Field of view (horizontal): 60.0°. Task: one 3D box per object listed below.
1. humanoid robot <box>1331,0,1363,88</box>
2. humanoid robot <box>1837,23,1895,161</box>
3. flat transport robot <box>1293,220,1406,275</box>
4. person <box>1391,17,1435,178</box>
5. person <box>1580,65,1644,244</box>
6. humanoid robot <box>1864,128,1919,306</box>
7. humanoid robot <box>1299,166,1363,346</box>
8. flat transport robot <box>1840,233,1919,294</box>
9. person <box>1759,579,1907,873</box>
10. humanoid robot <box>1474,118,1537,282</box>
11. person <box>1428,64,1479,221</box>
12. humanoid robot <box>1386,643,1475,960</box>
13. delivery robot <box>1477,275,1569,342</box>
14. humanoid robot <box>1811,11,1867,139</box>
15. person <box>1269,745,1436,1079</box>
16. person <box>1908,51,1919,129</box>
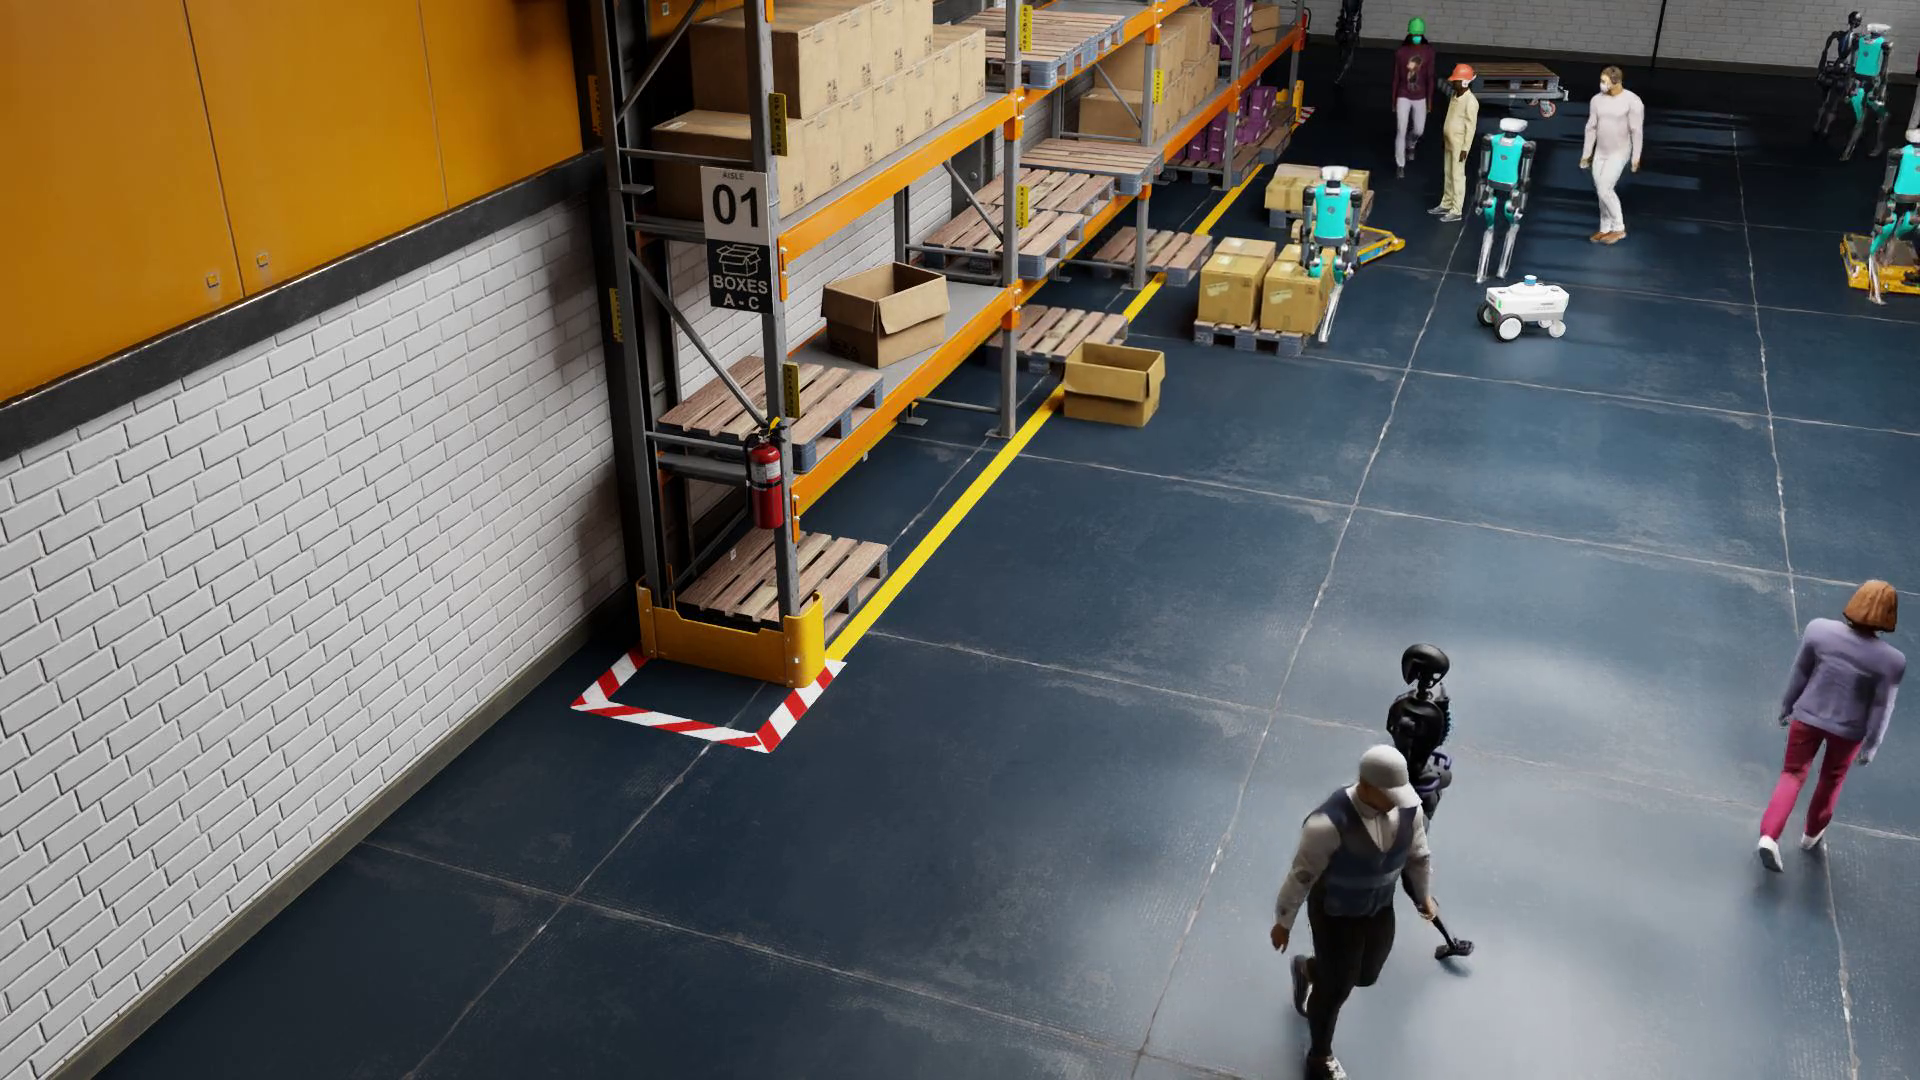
[{"bbox_3d":[5.829,-7.710,25.178,0.470,1.646,0.604,-9,28,-16],"label":"humanoid robot"},{"bbox_3d":[11.783,-5.741,21.315,0.997,1.763,0.533,-12,30,-22],"label":"humanoid robot"},{"bbox_3d":[4.133,-3.123,17.808,0.659,0.231,1.431,22,35,36],"label":"flat transport robot"},{"bbox_3d":[5.603,-5.522,20.658,0.518,1.924,0.695,5,28,9],"label":"person"},{"bbox_3d":[7.055,-4.161,18.056,0.446,1.894,0.737,-12,30,-23],"label":"person"},{"bbox_3d":[9.235,-3.248,16.464,0.570,1.774,0.893,4,27,7],"label":"humanoid robot"},{"bbox_3d":[3.355,-2.535,15.177,0.541,1.890,0.754,7,28,13],"label":"humanoid robot"},{"bbox_3d":[9.605,-2.889,17.354,0.659,0.231,1.431,10,29,19],"label":"flat transport robot"},{"bbox_3d":[4.375,0.968,8.416,0.514,1.594,0.693,22,35,36],"label":"person"},{"bbox_3d":[5.533,-3.442,16.818,0.554,1.751,0.843,17,32,30],"label":"humanoid robot"},{"bbox_3d":[5.614,-4.511,18.880,0.342,1.748,0.571,-4,27,-7],"label":"person"},{"bbox_3d":[2.195,1.227,7.897,0.744,1.649,0.599,16,31,28],"label":"humanoid robot"},{"bbox_3d":[5.328,-2.198,15.697,0.782,0.589,0.499,-3,27,-5],"label":"delivery robot"},{"bbox_3d":[11.768,-6.238,22.320,0.590,1.638,0.422,22,35,36],"label":"humanoid robot"},{"bbox_3d":[1.663,1.547,7.156,0.761,1.731,0.652,-12,30,-22],"label":"person"},{"bbox_3d":[13.131,-6.294,22.244,0.626,1.844,0.429,11,29,21],"label":"person"}]
